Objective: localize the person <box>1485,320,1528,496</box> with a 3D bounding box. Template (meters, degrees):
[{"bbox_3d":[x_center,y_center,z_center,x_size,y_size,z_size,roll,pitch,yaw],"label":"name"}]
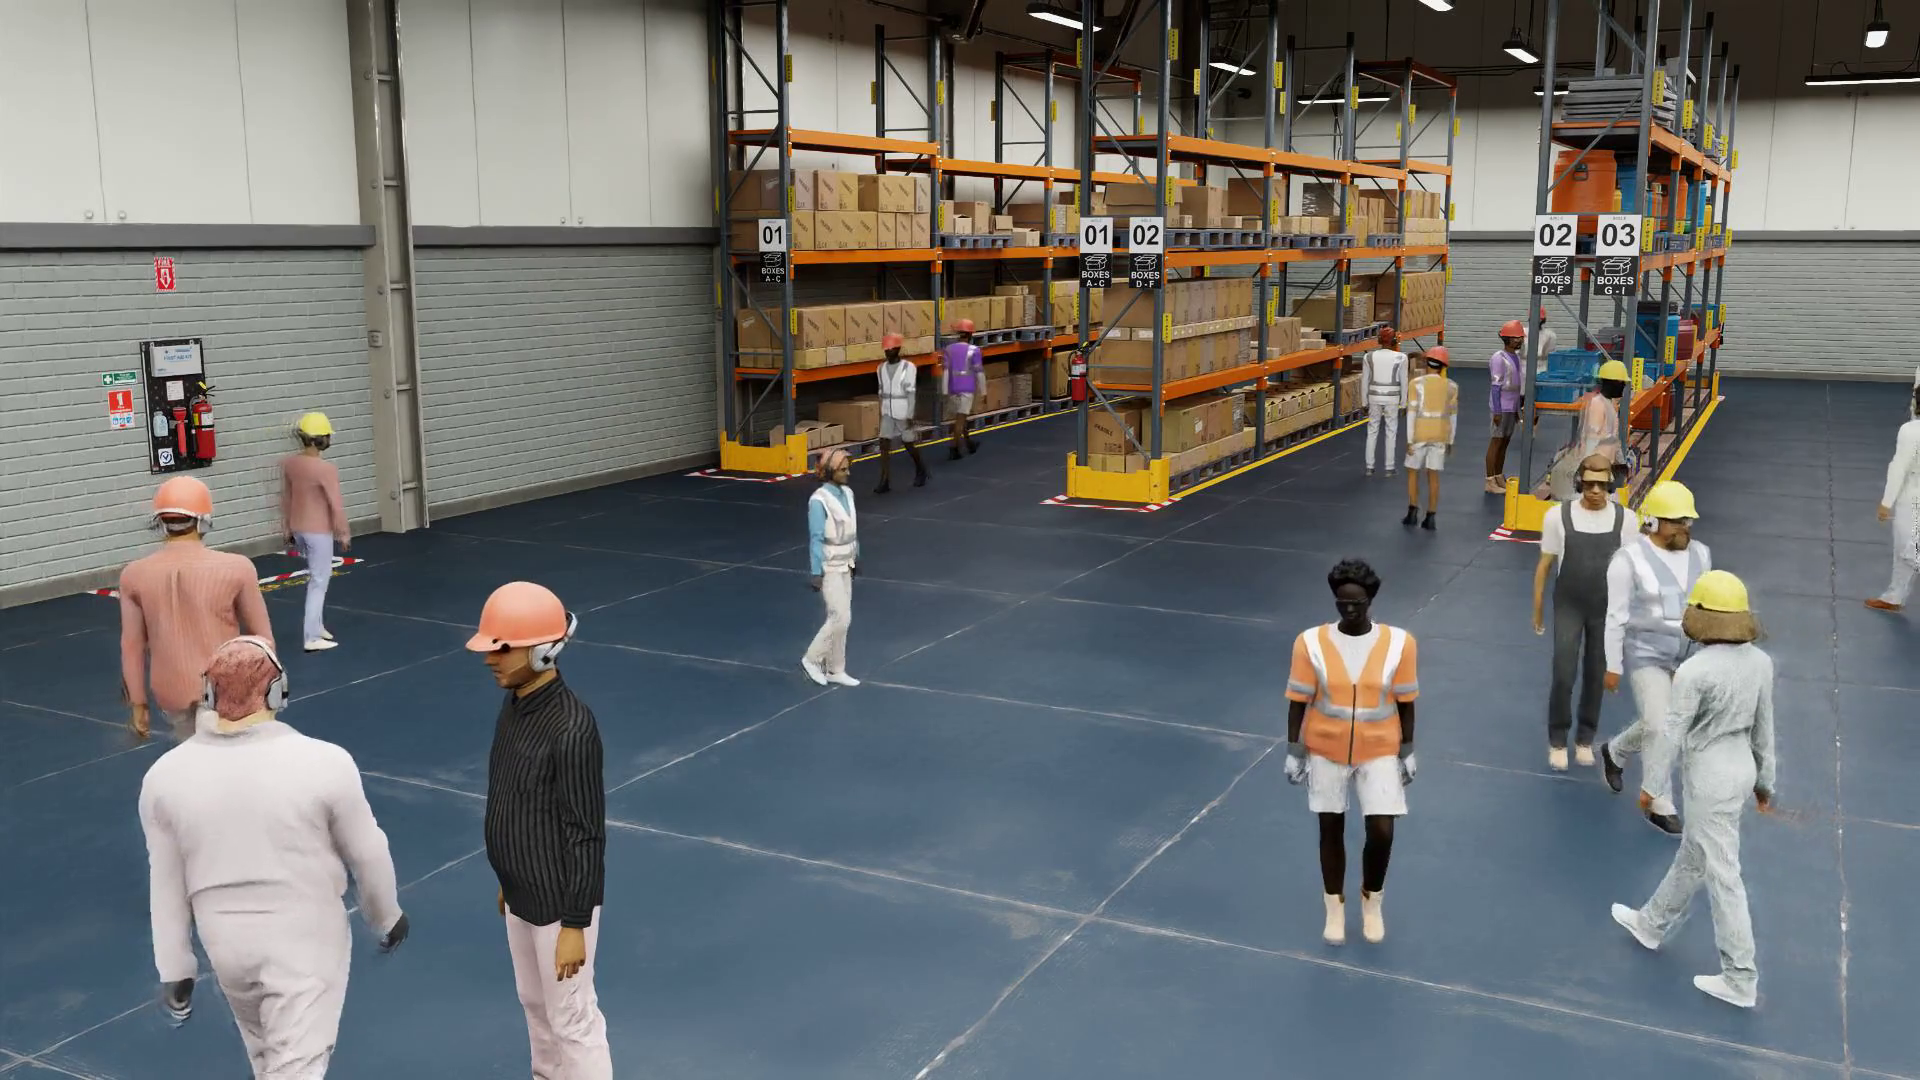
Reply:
[{"bbox_3d":[6.428,-1.552,19.543,0.386,2.045,0.605,9,14,40],"label":"person"}]

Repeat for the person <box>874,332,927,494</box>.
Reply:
[{"bbox_3d":[-0.716,-1.530,19.820,0.553,1.908,0.892,5,12,26],"label":"person"}]

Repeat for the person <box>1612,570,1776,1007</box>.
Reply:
[{"bbox_3d":[2.959,0.957,6.750,0.512,1.701,0.849,-6,12,-29],"label":"person"}]

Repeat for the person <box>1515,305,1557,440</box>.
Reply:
[{"bbox_3d":[8.609,-2.533,24.965,0.619,2.021,0.757,5,11,24],"label":"person"}]

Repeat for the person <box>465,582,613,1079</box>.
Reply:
[{"bbox_3d":[-1.308,1.103,5.203,0.390,1.993,0.612,-8,13,-36],"label":"person"}]

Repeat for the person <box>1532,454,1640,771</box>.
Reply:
[{"bbox_3d":[3.546,0.420,9.393,0.540,1.820,0.622,2,11,11],"label":"person"}]

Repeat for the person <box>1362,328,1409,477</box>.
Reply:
[{"bbox_3d":[5.357,-1.732,20.996,0.575,1.876,0.361,5,12,26],"label":"person"}]

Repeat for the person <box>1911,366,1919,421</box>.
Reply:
[{"bbox_3d":[11.350,-1.417,19.311,0.600,1.854,0.788,4,11,23],"label":"person"}]

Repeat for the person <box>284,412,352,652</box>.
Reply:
[{"bbox_3d":[-4.698,-0.059,12.204,0.546,1.748,0.515,6,12,32],"label":"person"}]

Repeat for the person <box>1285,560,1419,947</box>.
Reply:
[{"bbox_3d":[1.651,0.915,7.057,0.561,1.681,0.414,3,11,14],"label":"person"}]

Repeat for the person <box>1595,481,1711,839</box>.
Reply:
[{"bbox_3d":[3.587,0.571,8.618,0.598,1.805,0.792,-3,11,-18],"label":"person"}]

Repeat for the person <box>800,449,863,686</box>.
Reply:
[{"bbox_3d":[-0.827,0.198,11.153,0.361,1.627,0.516,4,11,20],"label":"person"}]

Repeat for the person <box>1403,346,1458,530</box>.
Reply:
[{"bbox_3d":[4.895,-1.062,17.276,0.558,1.889,0.601,0,10,1],"label":"person"}]

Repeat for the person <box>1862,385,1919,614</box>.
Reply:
[{"bbox_3d":[7.587,-0.293,13.056,0.632,1.912,0.852,-6,12,-31],"label":"person"}]

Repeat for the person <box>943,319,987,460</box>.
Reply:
[{"bbox_3d":[0.105,-2.062,22.737,0.574,1.882,0.985,6,12,30],"label":"person"}]

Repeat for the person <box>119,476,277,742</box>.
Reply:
[{"bbox_3d":[-3.527,0.669,7.739,0.603,1.942,1.050,0,10,-1],"label":"person"}]

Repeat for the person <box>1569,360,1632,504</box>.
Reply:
[{"bbox_3d":[6.060,-0.749,15.622,0.979,1.873,0.609,5,11,25],"label":"person"}]

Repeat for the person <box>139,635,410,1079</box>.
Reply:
[{"bbox_3d":[-2.064,1.202,5.057,0.651,1.859,0.965,1,10,4],"label":"person"}]
